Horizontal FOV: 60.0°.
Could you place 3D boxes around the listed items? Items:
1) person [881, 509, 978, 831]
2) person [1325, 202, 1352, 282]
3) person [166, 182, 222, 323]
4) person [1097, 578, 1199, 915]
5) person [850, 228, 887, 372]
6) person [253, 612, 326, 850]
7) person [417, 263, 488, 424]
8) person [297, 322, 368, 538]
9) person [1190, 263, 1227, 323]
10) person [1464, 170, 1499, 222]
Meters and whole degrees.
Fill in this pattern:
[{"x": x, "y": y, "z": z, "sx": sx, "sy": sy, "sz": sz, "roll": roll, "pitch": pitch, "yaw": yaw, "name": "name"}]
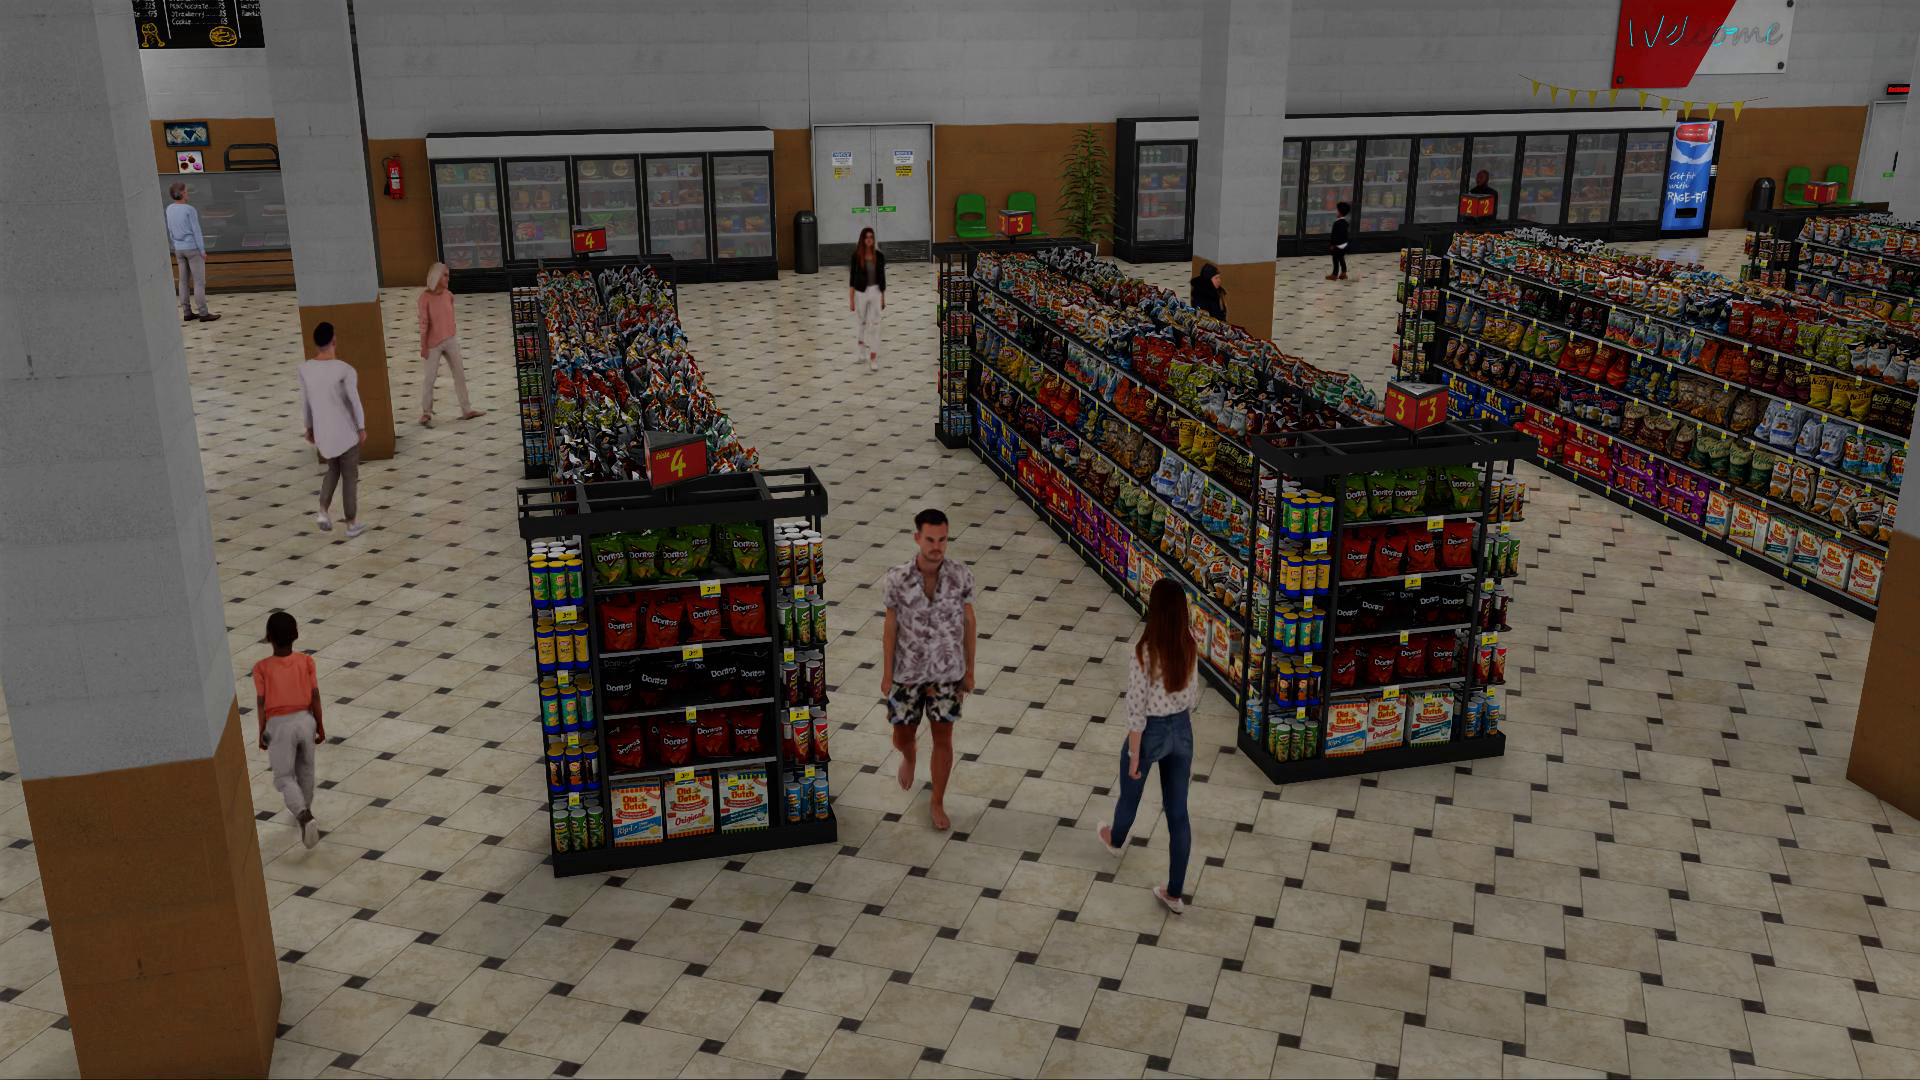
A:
[{"x": -0.194, "y": 0.676, "z": 9.246, "sx": 0.746, "sy": 1.802, "sz": 0.879, "roll": -3, "pitch": 19, "yaw": -7, "name": "person"}, {"x": 5.956, "y": -4.667, "z": 25.992, "sx": 0.598, "sy": 1.226, "sz": 0.639, "roll": -17, "pitch": 25, "yaw": -41, "name": "person"}, {"x": -10.604, "y": -3.961, "z": 22.856, "sx": 0.754, "sy": 1.894, "sz": 0.776, "roll": 7, "pitch": 20, "yaw": 19, "name": "person"}, {"x": 1.044, "y": 1.056, "z": 8.294, "sx": 0.655, "sy": 1.690, "sz": 1.070, "roll": -7, "pitch": 20, "yaw": -19, "name": "person"}, {"x": -1.122, "y": -2.923, "z": 20.121, "sx": 0.664, "sy": 1.674, "sz": 1.070, "roll": -3, "pitch": 19, "yaw": -9, "name": "person"}, {"x": -3.610, "y": 1.030, "z": 8.987, "sx": 0.655, "sy": 1.298, "sz": 0.896, "roll": -11, "pitch": 22, "yaw": -30, "name": "person"}, {"x": -5.542, "y": -2.074, "z": 17.558, "sx": 0.988, "sy": 1.702, "sz": 0.926, "roll": 15, "pitch": 24, "yaw": 38, "name": "person"}, {"x": -5.223, "y": -0.885, "z": 13.833, "sx": 0.811, "sy": 1.829, "sz": 0.872, "roll": 3, "pitch": 19, "yaw": 8, "name": "person"}, {"x": 2.608, "y": -2.106, "z": 17.698, "sx": 0.856, "sy": 1.674, "sz": 0.788, "roll": 9, "pitch": 21, "yaw": 25, "name": "person"}, {"x": 7.876, "y": -4.661, "z": 25.076, "sx": 1.041, "sy": 1.800, "sz": 1.073, "roll": -17, "pitch": 25, "yaw": -41, "name": "person"}]
